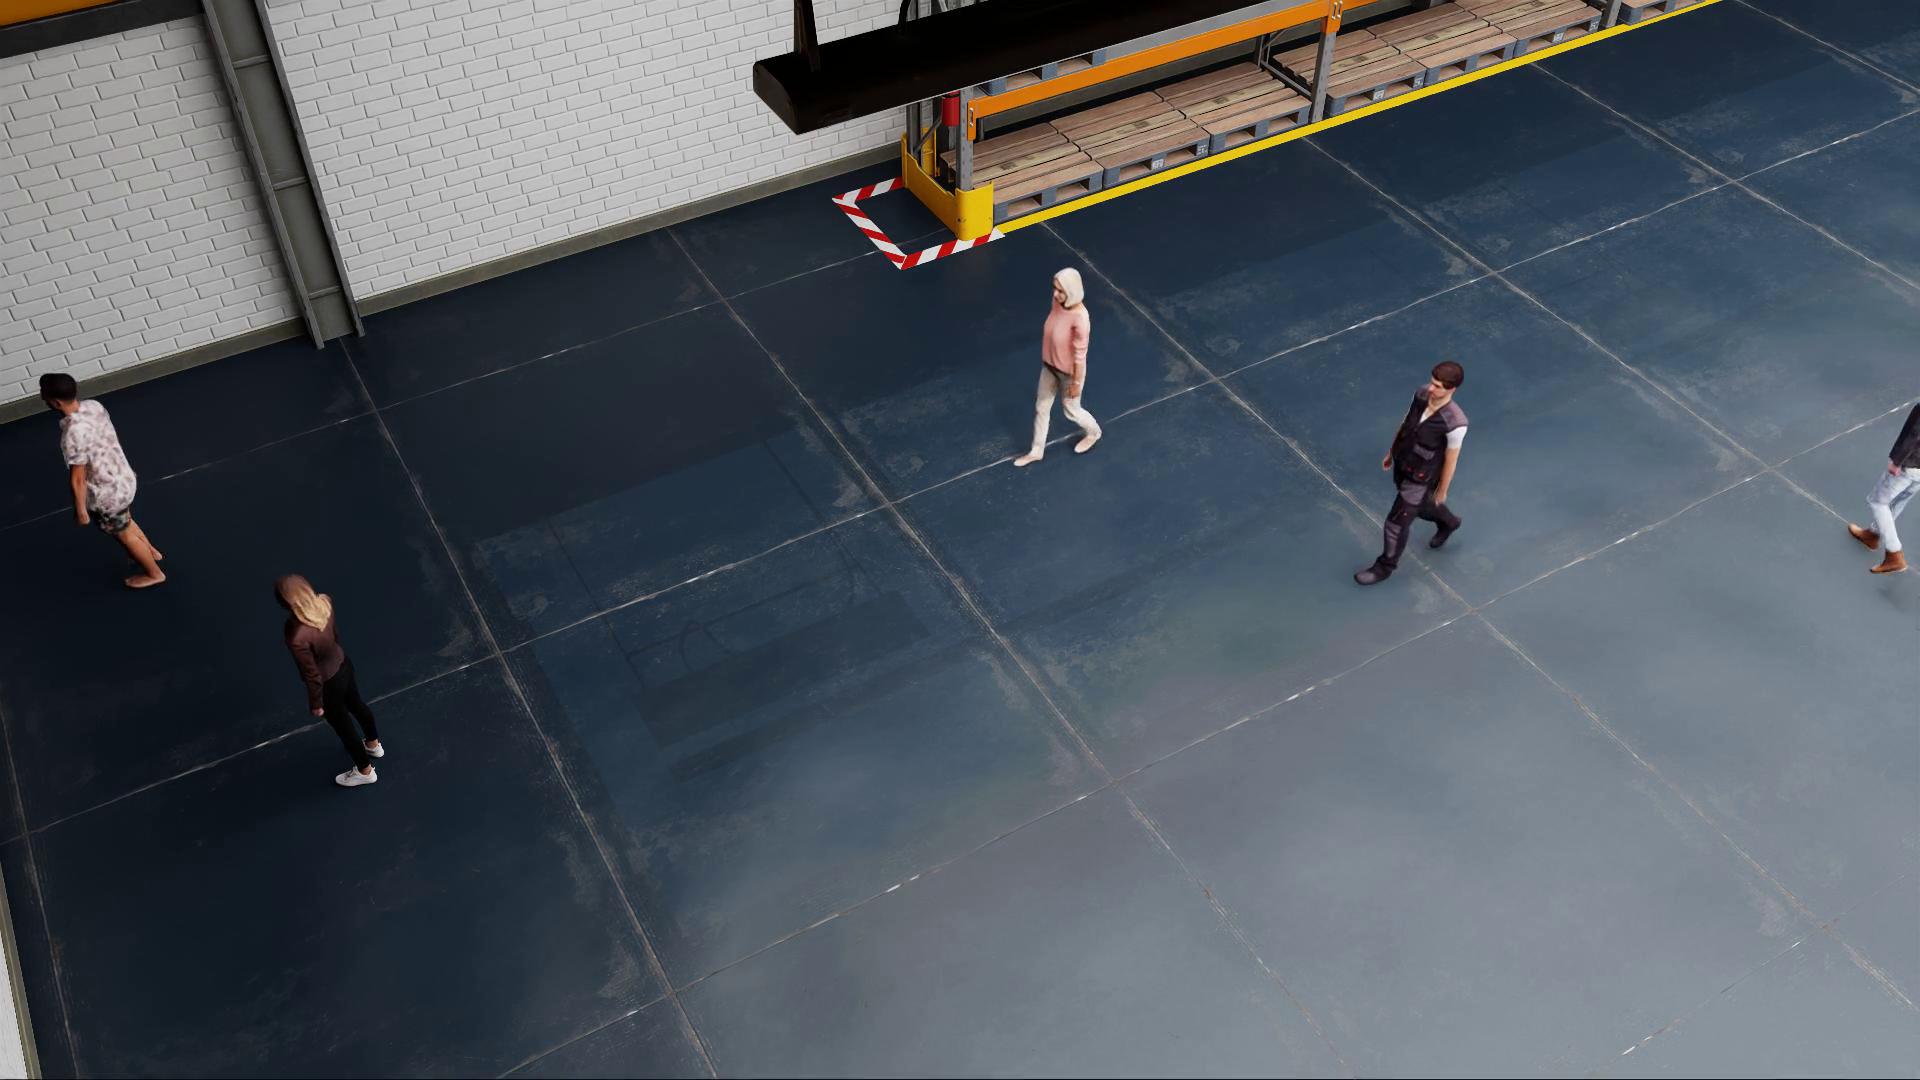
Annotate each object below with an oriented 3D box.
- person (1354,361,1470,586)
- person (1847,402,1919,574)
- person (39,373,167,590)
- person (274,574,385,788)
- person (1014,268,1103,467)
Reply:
[{"bbox_3d":[3.188,-0.493,11.272,1.172,1.821,0.798,-14,45,-14],"label":"person"},{"bbox_3d":[6.550,-0.501,11.277,0.909,1.825,0.868,-11,45,-11],"label":"person"},{"bbox_3d":[-5.662,-0.375,11.160,0.783,1.803,0.790,-5,44,-5],"label":"person"},{"bbox_3d":[-3.770,0.828,9.970,0.685,1.705,0.677,2,44,2],"label":"person"},{"bbox_3d":[0.828,-1.274,12.177,0.935,1.705,0.596,-23,48,-22],"label":"person"}]
